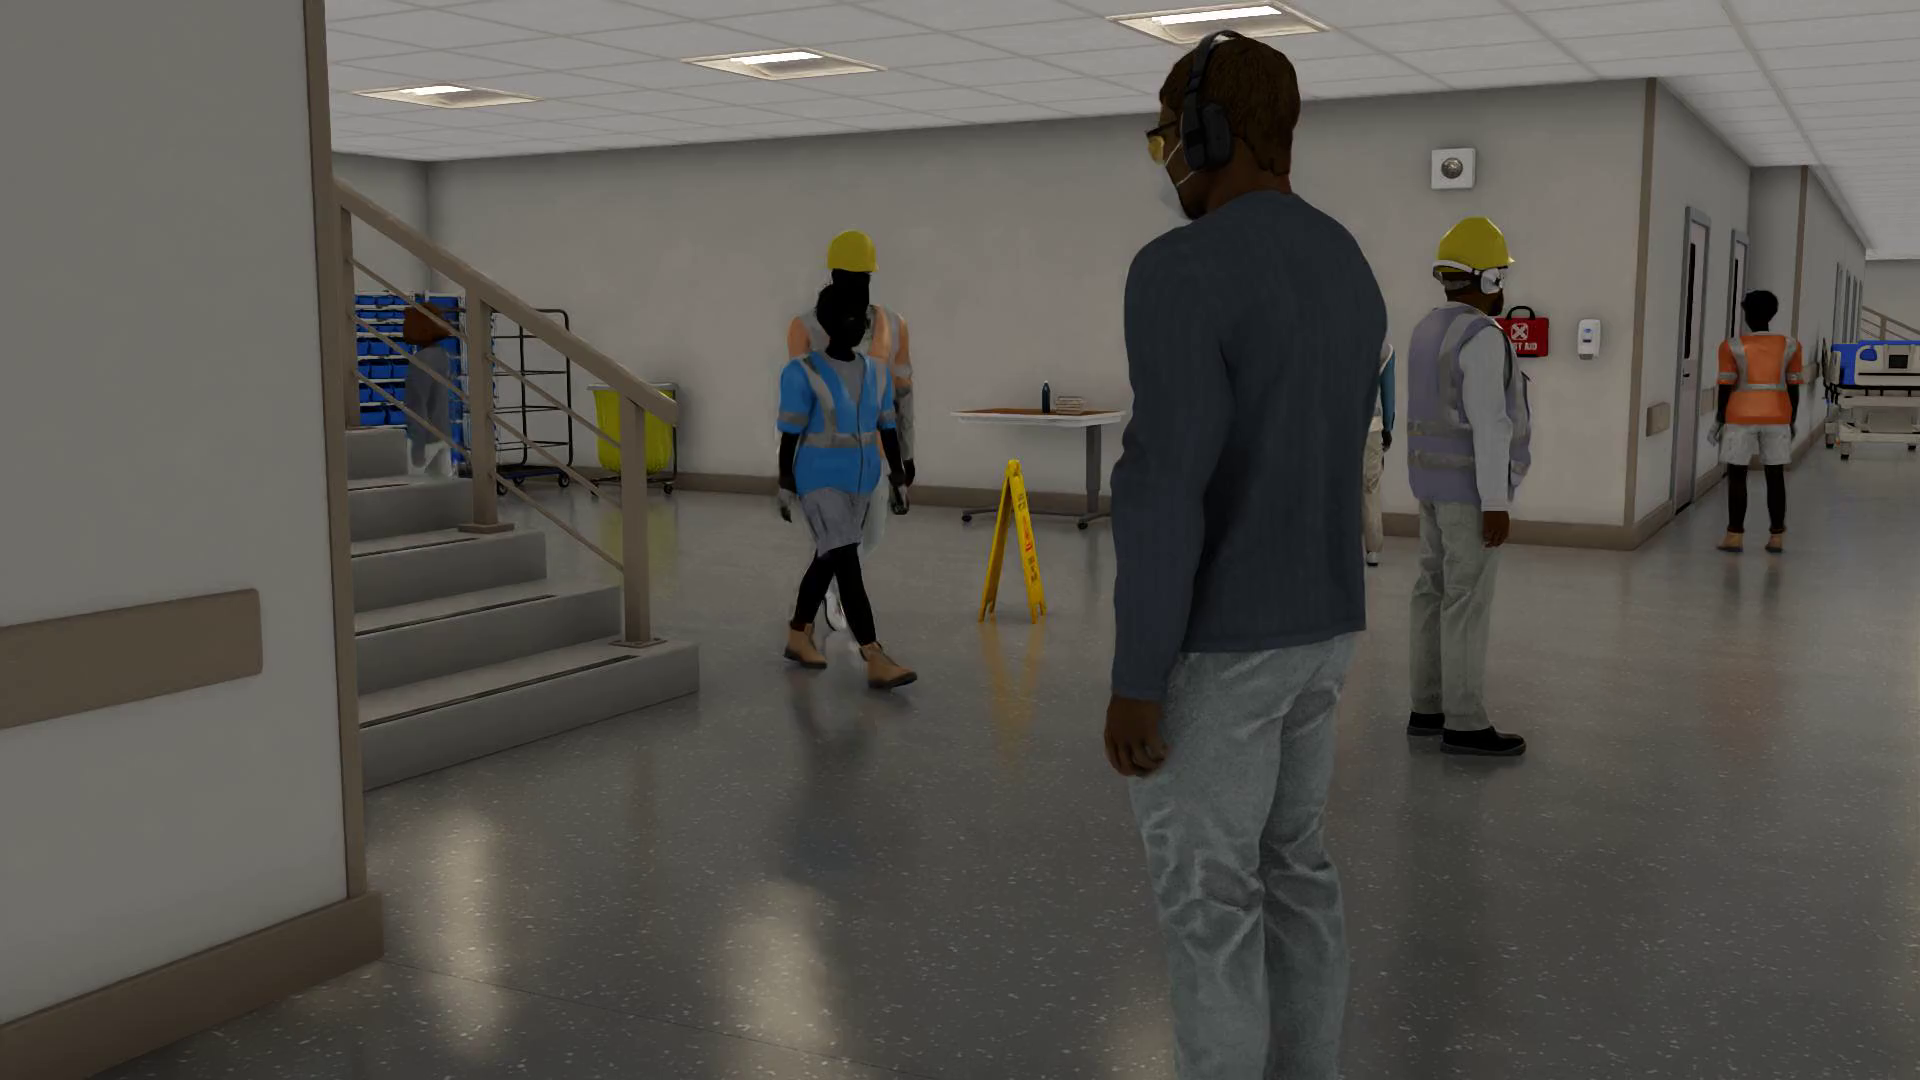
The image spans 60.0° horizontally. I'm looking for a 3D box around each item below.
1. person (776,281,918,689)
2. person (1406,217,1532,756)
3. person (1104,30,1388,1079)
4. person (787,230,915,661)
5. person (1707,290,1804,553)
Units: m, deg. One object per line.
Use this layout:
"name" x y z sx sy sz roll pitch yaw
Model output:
"person" -0.480 -0.235 6.859 0.540 1.646 0.891 -7 10 -44
"person" 1.754 -0.183 5.744 0.404 1.835 0.597 -1 7 -8
"person" 0.448 0.173 2.665 0.384 1.930 0.634 6 10 40
"person" -0.508 -0.446 7.562 0.594 1.900 0.866 -4 8 -28
"person" 5.114 -0.754 10.711 0.580 1.694 0.326 1 7 6
